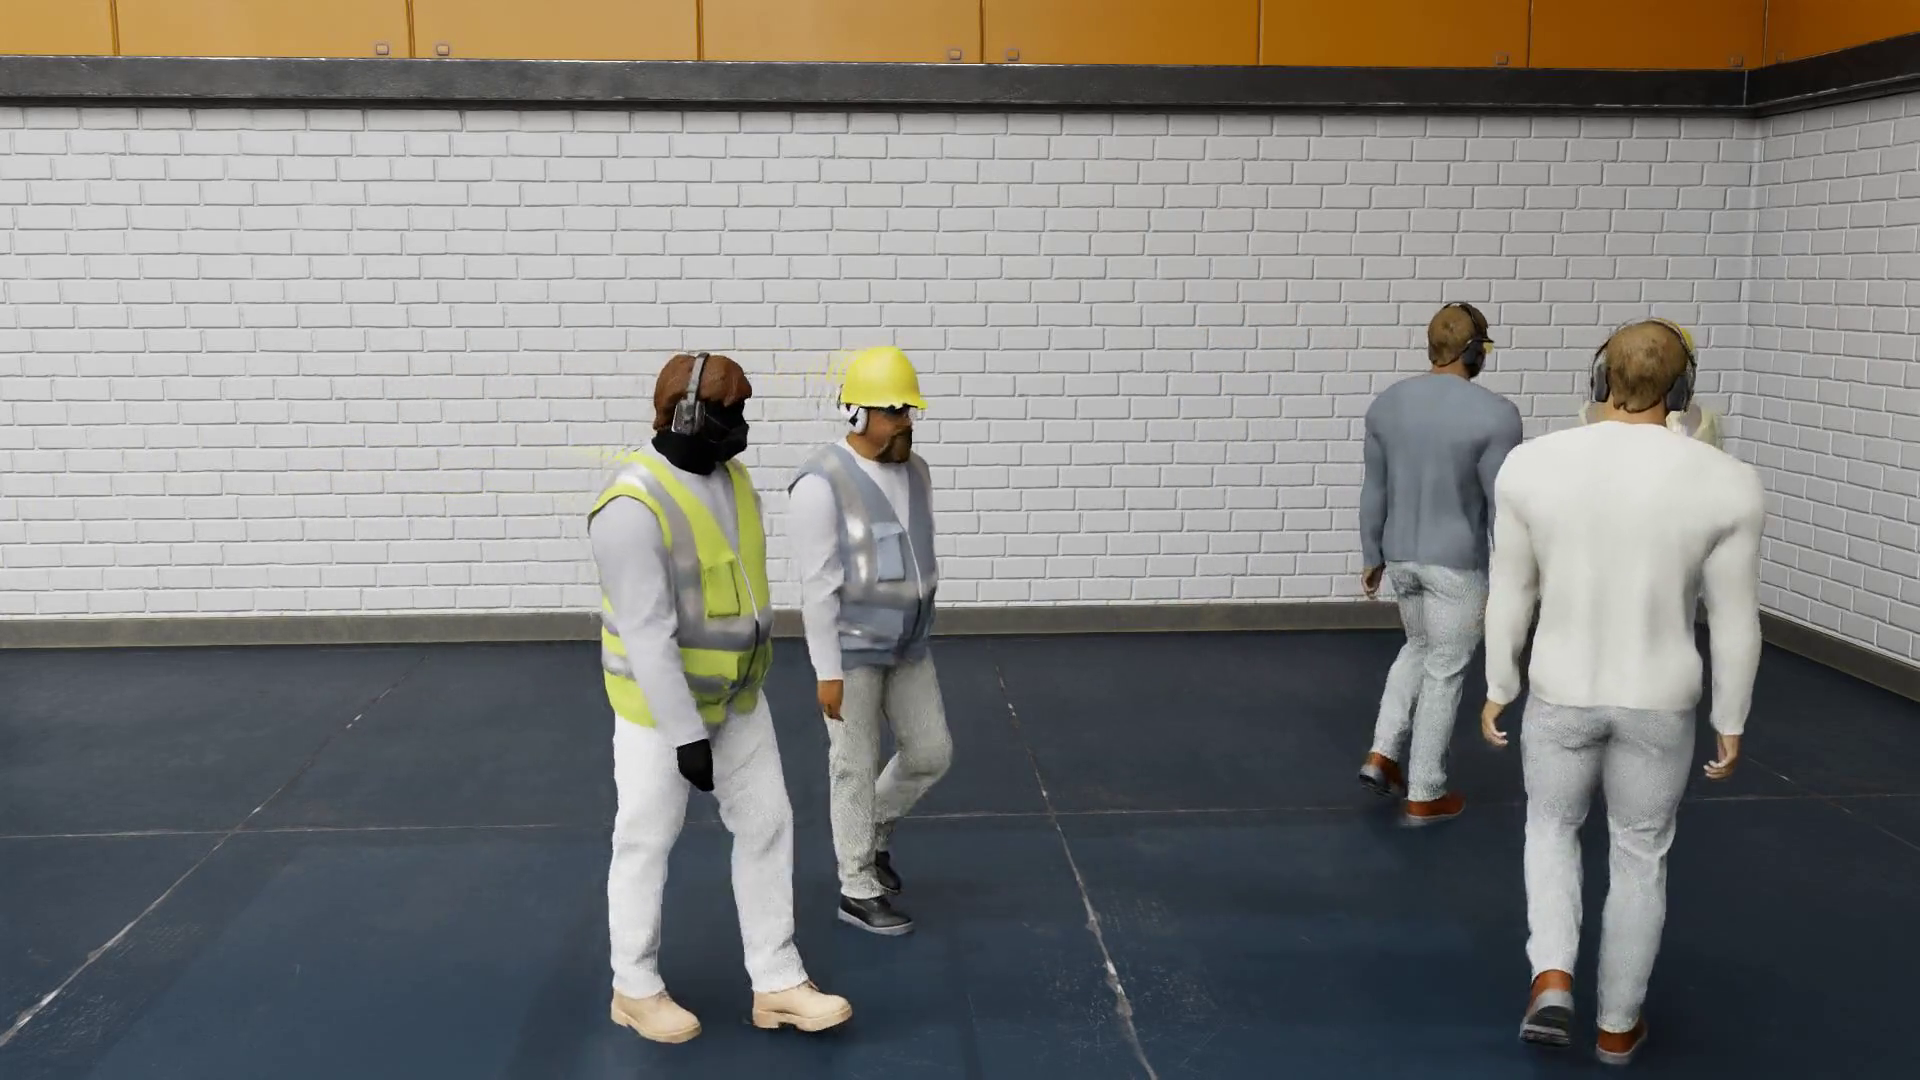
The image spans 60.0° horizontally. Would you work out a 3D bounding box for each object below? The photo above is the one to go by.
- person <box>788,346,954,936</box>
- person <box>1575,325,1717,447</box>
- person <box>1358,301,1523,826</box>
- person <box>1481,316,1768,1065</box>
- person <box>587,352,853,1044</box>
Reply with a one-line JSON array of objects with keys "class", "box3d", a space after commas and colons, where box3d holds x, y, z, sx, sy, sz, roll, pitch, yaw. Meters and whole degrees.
[{"class": "person", "box3d": [-0.267, 0.317, 5.096, 0.415, 1.816, 0.599, 8, 12, 39]}, {"class": "person", "box3d": [2.979, -0.015, 7.277, 0.608, 1.812, 0.450, 7, 11, 36]}, {"class": "person", "box3d": [1.780, 0.096, 6.131, 0.450, 1.926, 0.646, -6, 11, -35]}, {"class": "person", "box3d": [1.645, 0.405, 4.178, 0.650, 1.923, 0.493, 5, 10, 27]}, {"class": "person", "box3d": [-0.613, 0.436, 4.291, 0.766, 1.818, 0.656, 5, 10, 29]}]
